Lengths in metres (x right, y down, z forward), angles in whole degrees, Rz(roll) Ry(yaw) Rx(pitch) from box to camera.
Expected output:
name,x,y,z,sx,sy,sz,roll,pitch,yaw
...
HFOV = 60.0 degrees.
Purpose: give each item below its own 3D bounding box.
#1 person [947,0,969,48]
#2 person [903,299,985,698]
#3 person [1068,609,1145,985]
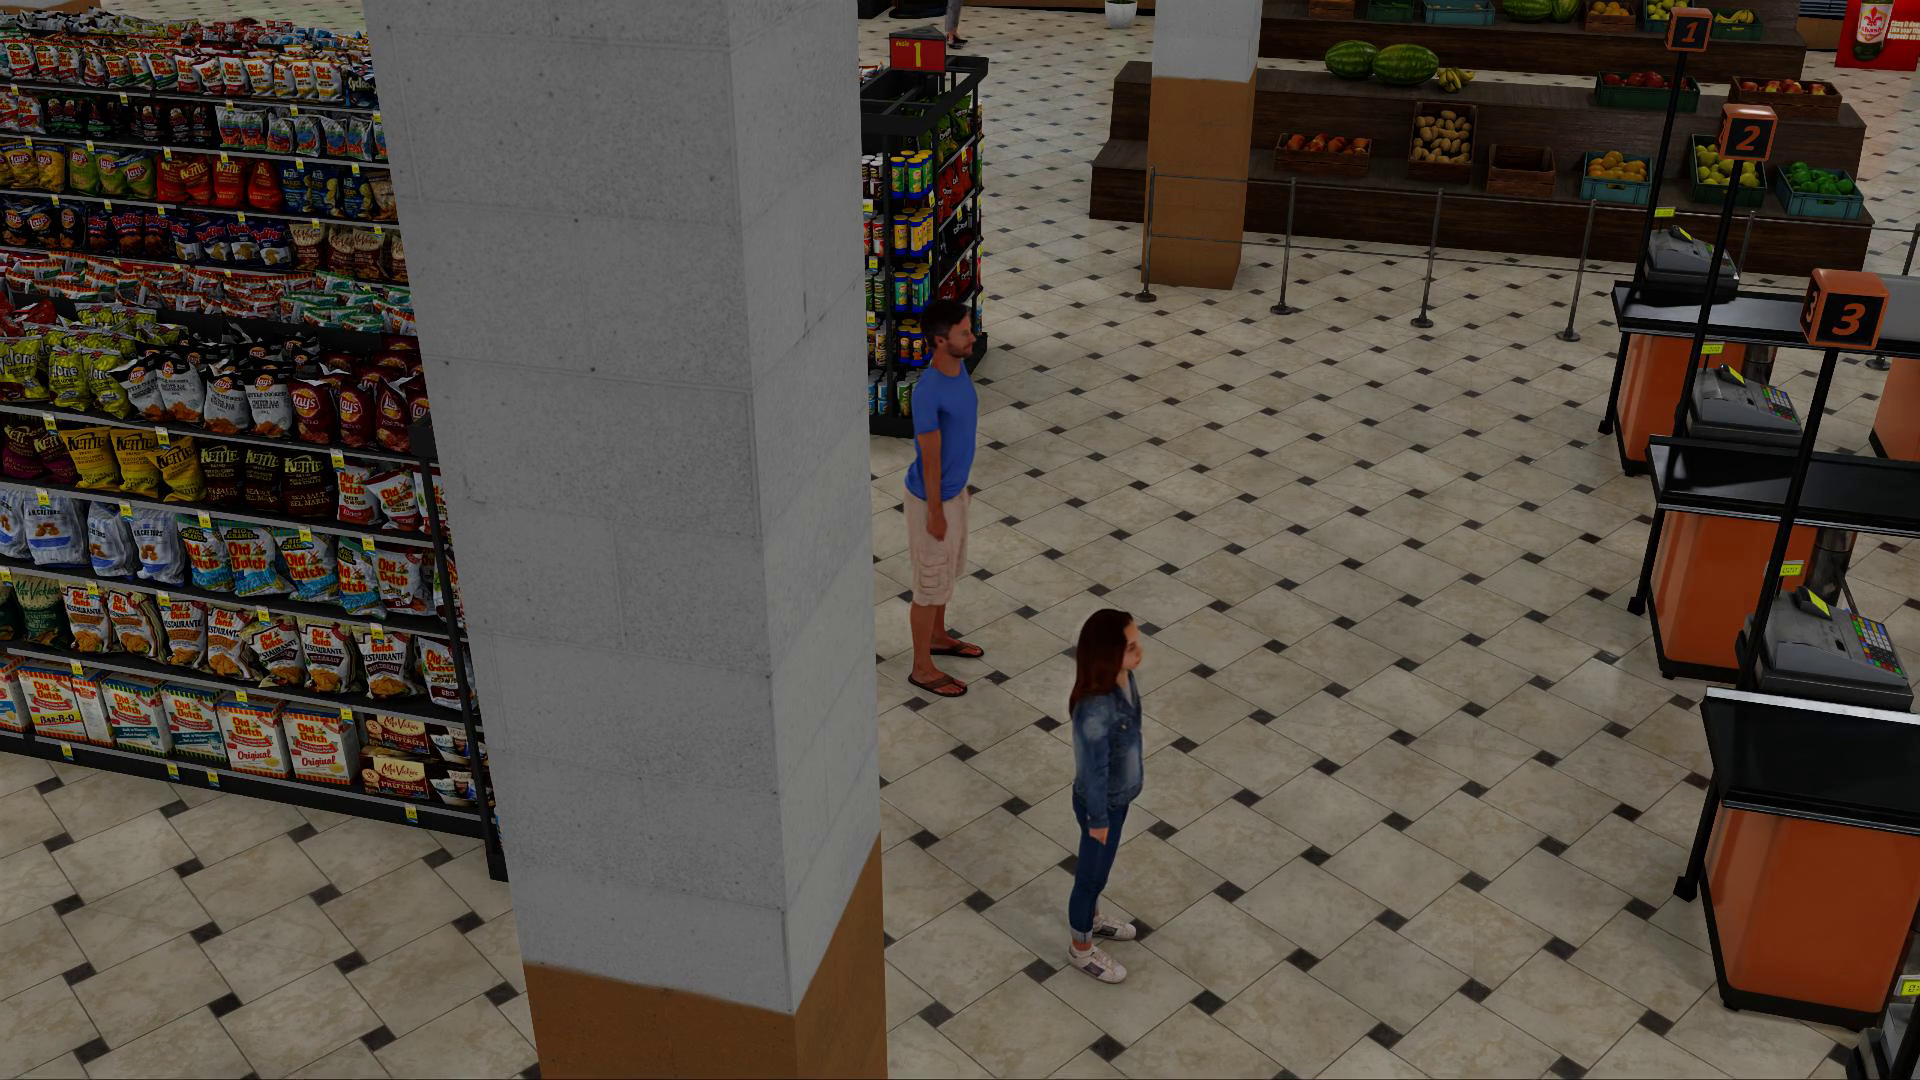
name,x,y,z,sx,sy,sz,roll,pitch,yaw
person,-0.028,-6.661,19.587,0.743,1.654,0.735,10,30,18
person,-0.094,-0.214,7.562,0.556,1.862,0.651,8,30,15
person,0.511,0.894,5.935,0.487,1.477,0.556,8,30,15
